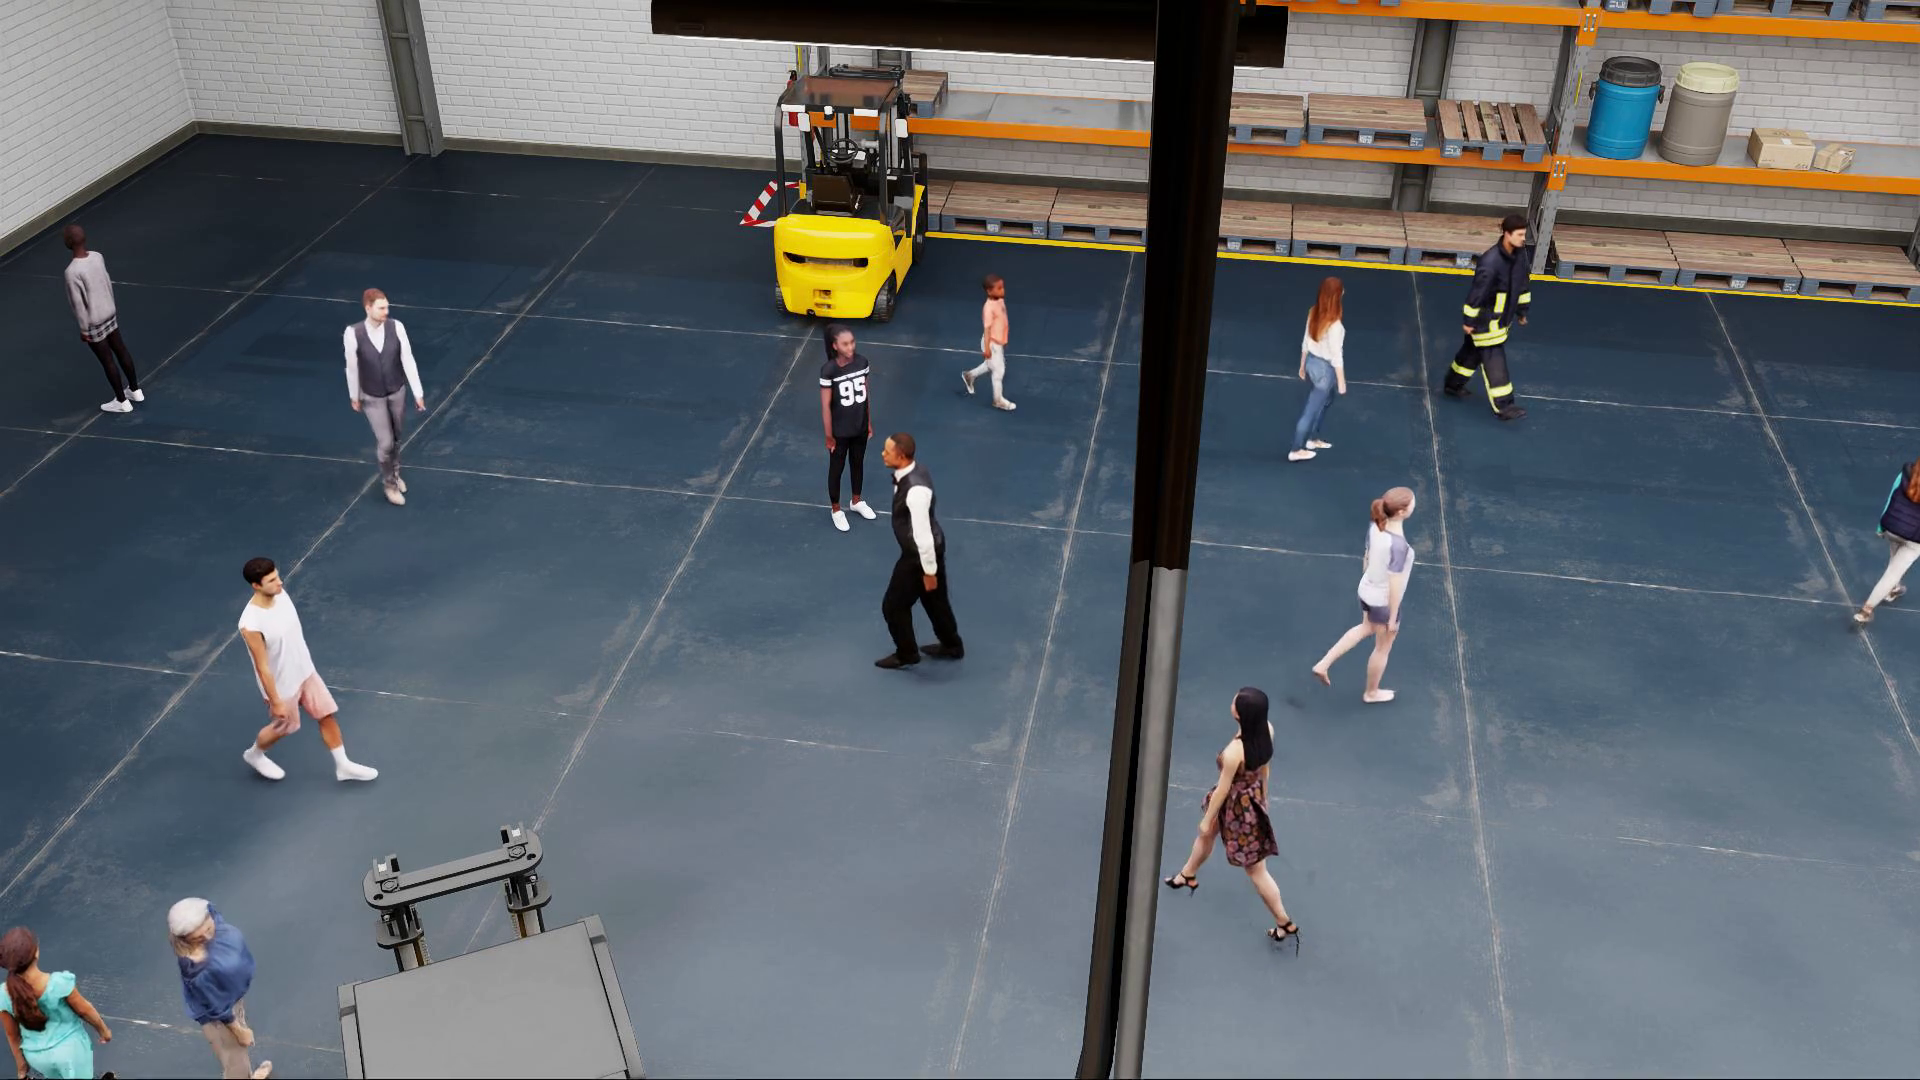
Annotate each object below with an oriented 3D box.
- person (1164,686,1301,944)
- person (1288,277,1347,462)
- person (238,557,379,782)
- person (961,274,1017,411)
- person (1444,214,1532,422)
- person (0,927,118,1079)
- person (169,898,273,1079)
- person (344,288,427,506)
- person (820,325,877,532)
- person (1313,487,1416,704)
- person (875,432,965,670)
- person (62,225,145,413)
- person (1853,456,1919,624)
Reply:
[{"bbox_3d":[1.663,1.614,9.503,1.224,1.728,0.966,24,40,32],"label":"person"},{"bbox_3d":[2.967,-1.413,14.070,0.793,1.714,0.726,-8,35,-12],"label":"person"},{"bbox_3d":[-4.373,0.867,10.602,1.104,1.756,0.637,6,34,9],"label":"person"},{"bbox_3d":[0.258,-1.814,15.050,0.827,1.297,0.580,13,36,18],"label":"person"},{"bbox_3d":[4.681,-2.038,14.866,1.243,1.873,1.328,-24,40,-31],"label":"person"},{"bbox_3d":[-4.468,2.586,8.223,1.052,1.526,0.887,-7,34,-11],"label":"person"},{"bbox_3d":[-3.775,2.332,8.472,0.784,1.674,0.838,-19,38,-26],"label":"person"},{"bbox_3d":[-4.770,-1.219,13.606,0.885,1.905,0.948,-18,38,-25],"label":"person"},{"bbox_3d":[-0.906,-0.915,13.309,0.723,1.726,0.775,-24,41,-32],"label":"person"},{"bbox_3d":[2.776,0.404,11.299,0.914,1.755,0.771,-9,35,-14],"label":"person"},{"bbox_3d":[-0.210,0.105,11.633,0.964,1.884,0.820,-2,34,-3],"label":"person"},{"bbox_3d":[-7.700,-1.988,14.882,0.517,1.772,0.611,6,34,9],"label":"person"},{"bbox_3d":[6.931,-0.024,12.206,1.034,1.464,0.983,-23,40,-30],"label":"person"}]
